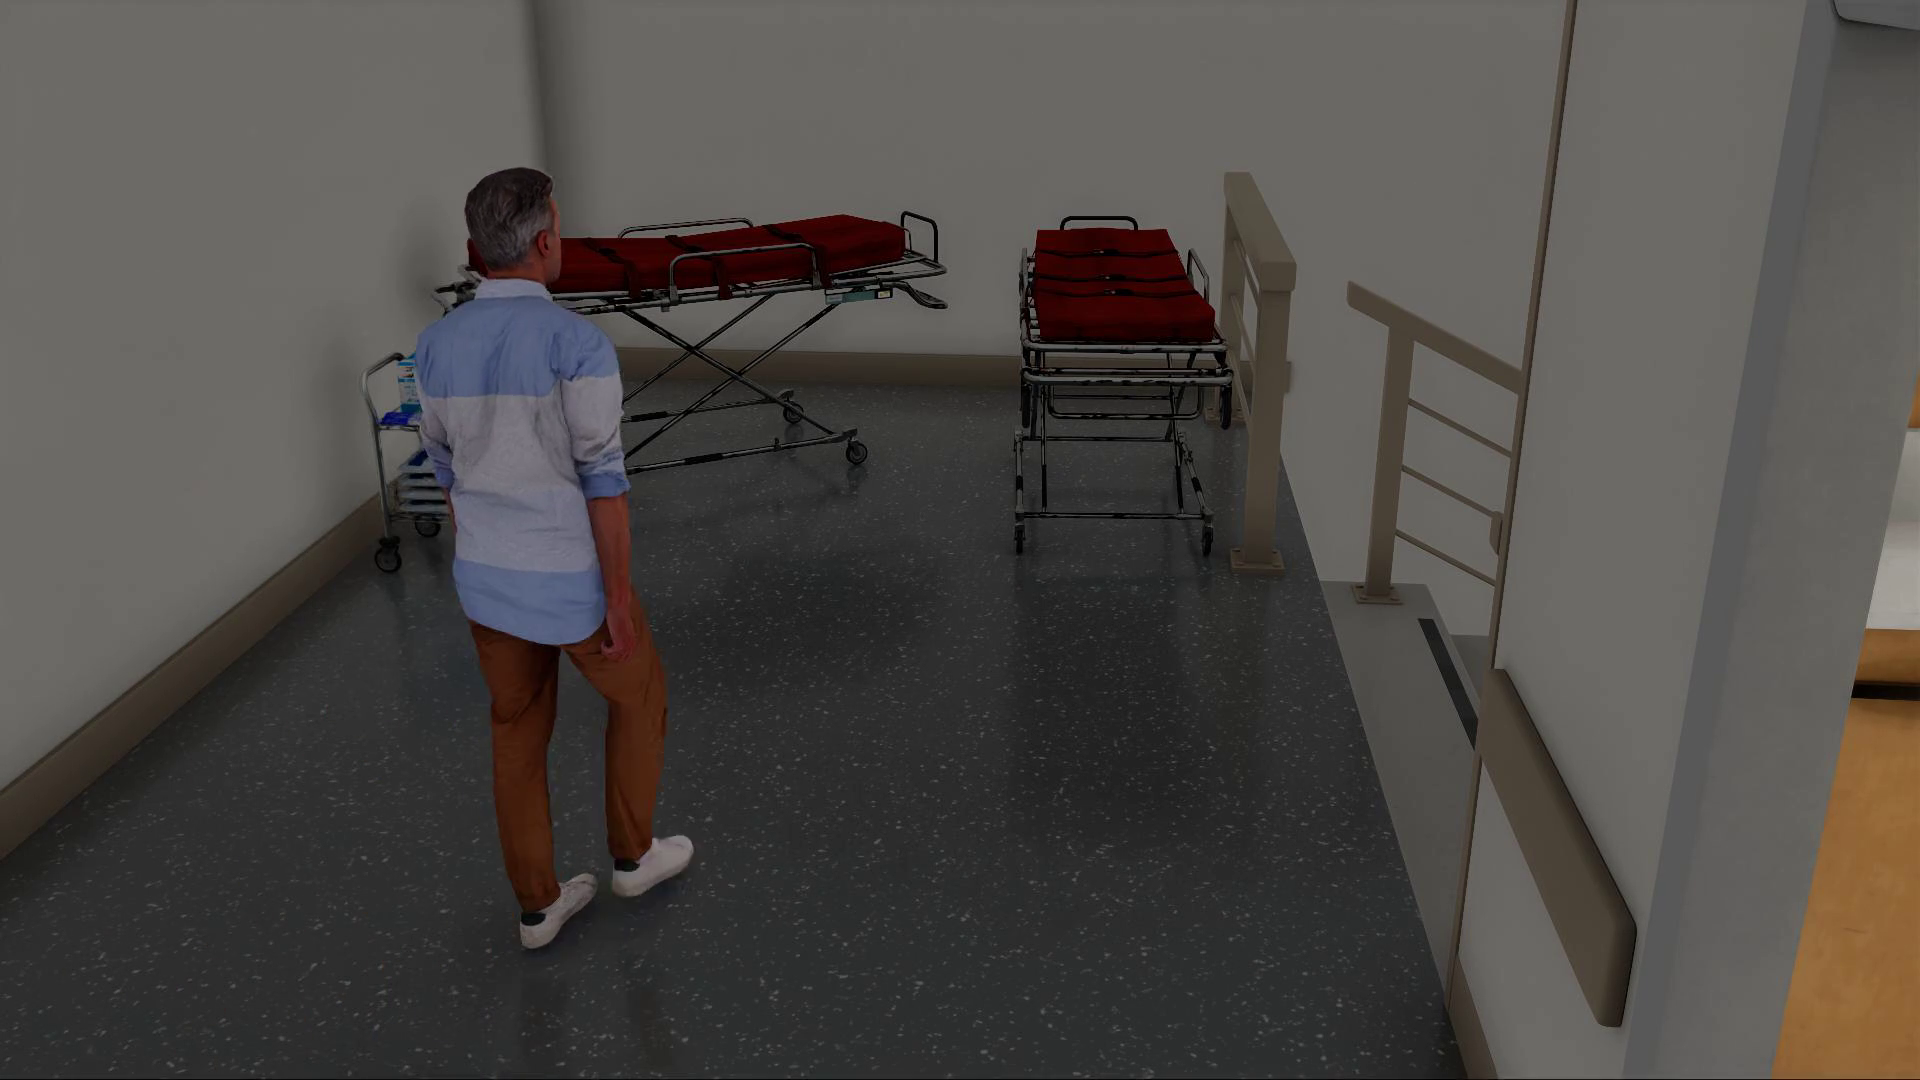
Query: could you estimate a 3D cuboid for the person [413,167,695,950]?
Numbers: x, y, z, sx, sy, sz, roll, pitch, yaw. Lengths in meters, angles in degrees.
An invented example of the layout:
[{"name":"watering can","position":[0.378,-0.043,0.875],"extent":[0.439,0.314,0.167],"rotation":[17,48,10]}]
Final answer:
[{"name":"person","position":[-0.973,0.110,3.741],"extent":[0.797,1.811,0.827],"rotation":[7,22,17]}]
